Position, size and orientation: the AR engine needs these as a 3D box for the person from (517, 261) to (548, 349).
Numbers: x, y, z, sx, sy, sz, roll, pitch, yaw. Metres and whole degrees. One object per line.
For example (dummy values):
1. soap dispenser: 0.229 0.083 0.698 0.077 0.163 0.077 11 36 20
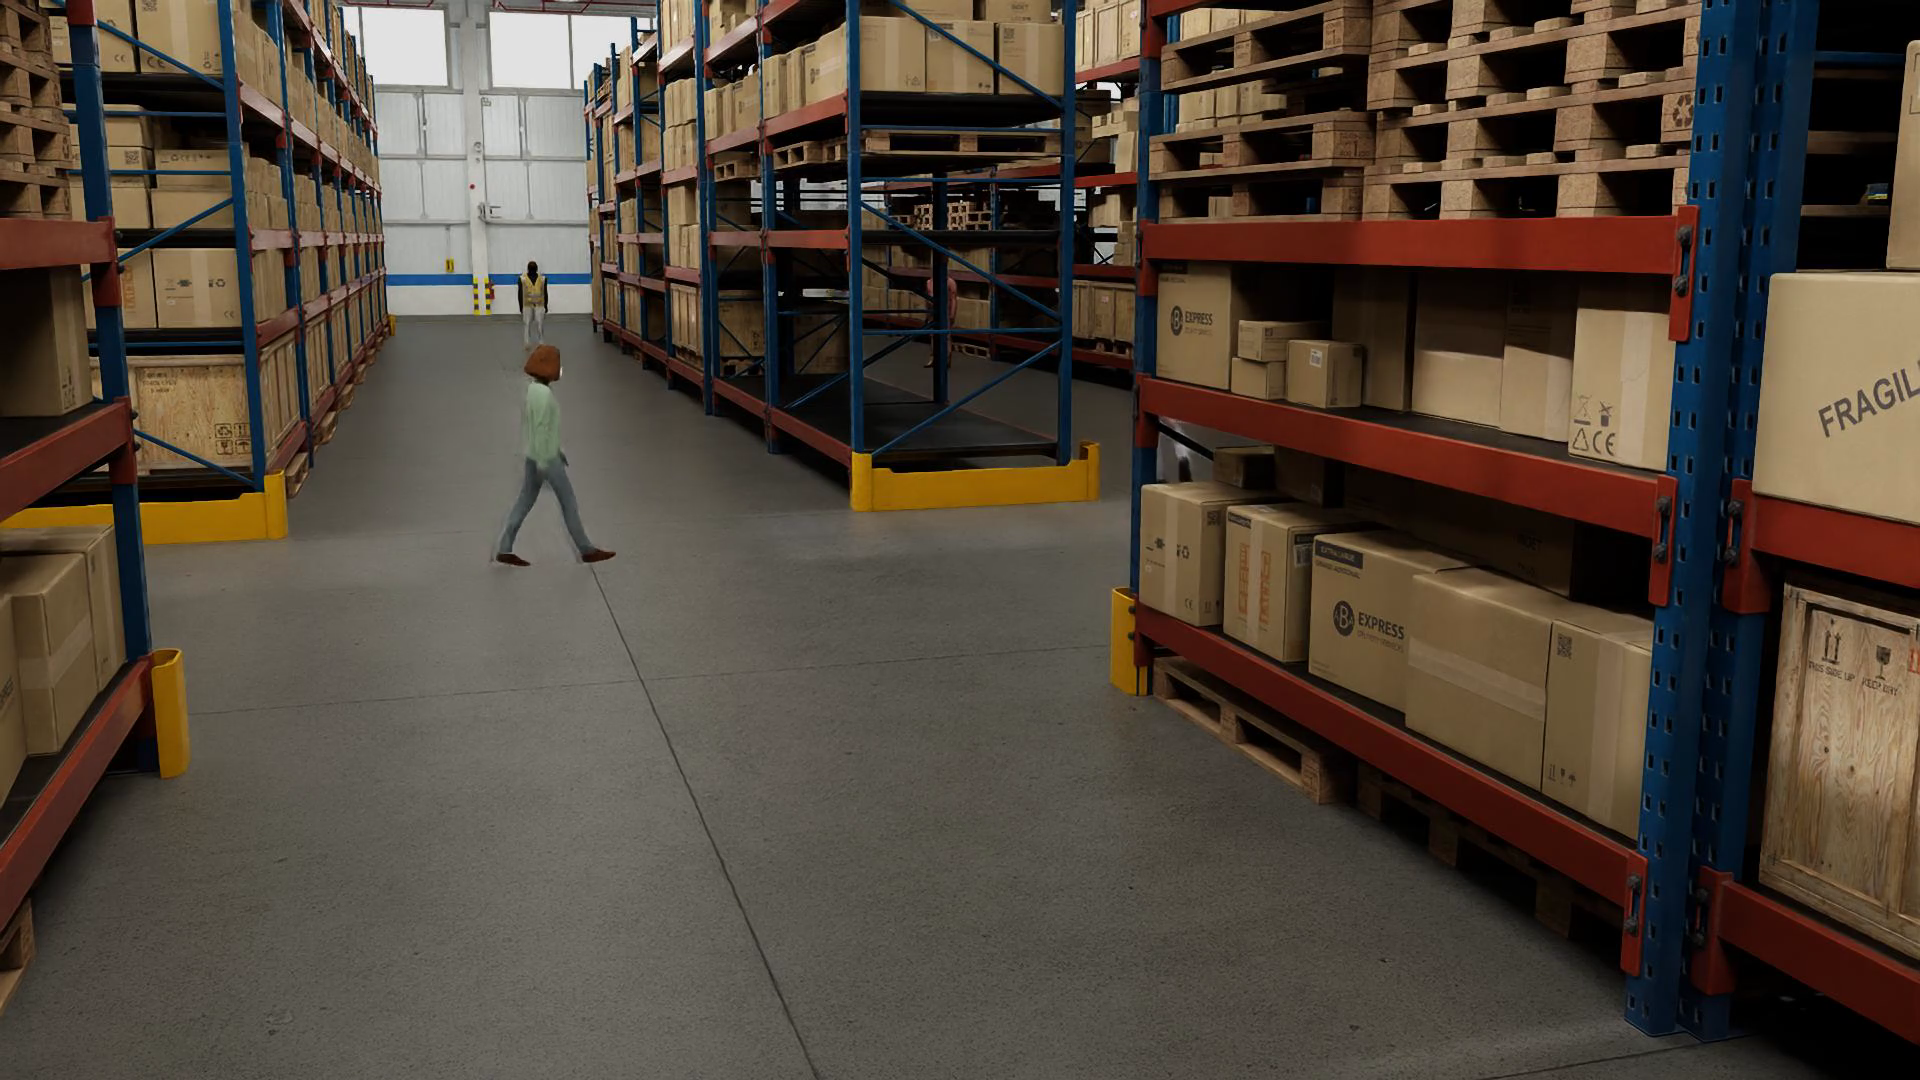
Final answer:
1. person: -8.944 -4.917 34.876 0.627 1.844 0.429 -4 11 -23

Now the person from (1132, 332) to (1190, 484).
1. person: 1.892 -1.374 15.501 0.613 1.819 0.526 -3 11 -15

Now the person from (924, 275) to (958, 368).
1. person: -0.366 -4.024 29.797 0.642 1.910 0.401 7 12 32

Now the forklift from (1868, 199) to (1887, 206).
1. forklift: 11.338 -2.915 21.052 1.129 2.768 1.873 -3 11 -17

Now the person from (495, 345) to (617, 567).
1. person: -2.936 -0.588 11.827 0.849 1.587 0.512 -4 11 -22

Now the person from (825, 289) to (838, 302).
1. person: -3.405 -6.433 43.449 0.418 1.734 0.593 -3 11 -16
